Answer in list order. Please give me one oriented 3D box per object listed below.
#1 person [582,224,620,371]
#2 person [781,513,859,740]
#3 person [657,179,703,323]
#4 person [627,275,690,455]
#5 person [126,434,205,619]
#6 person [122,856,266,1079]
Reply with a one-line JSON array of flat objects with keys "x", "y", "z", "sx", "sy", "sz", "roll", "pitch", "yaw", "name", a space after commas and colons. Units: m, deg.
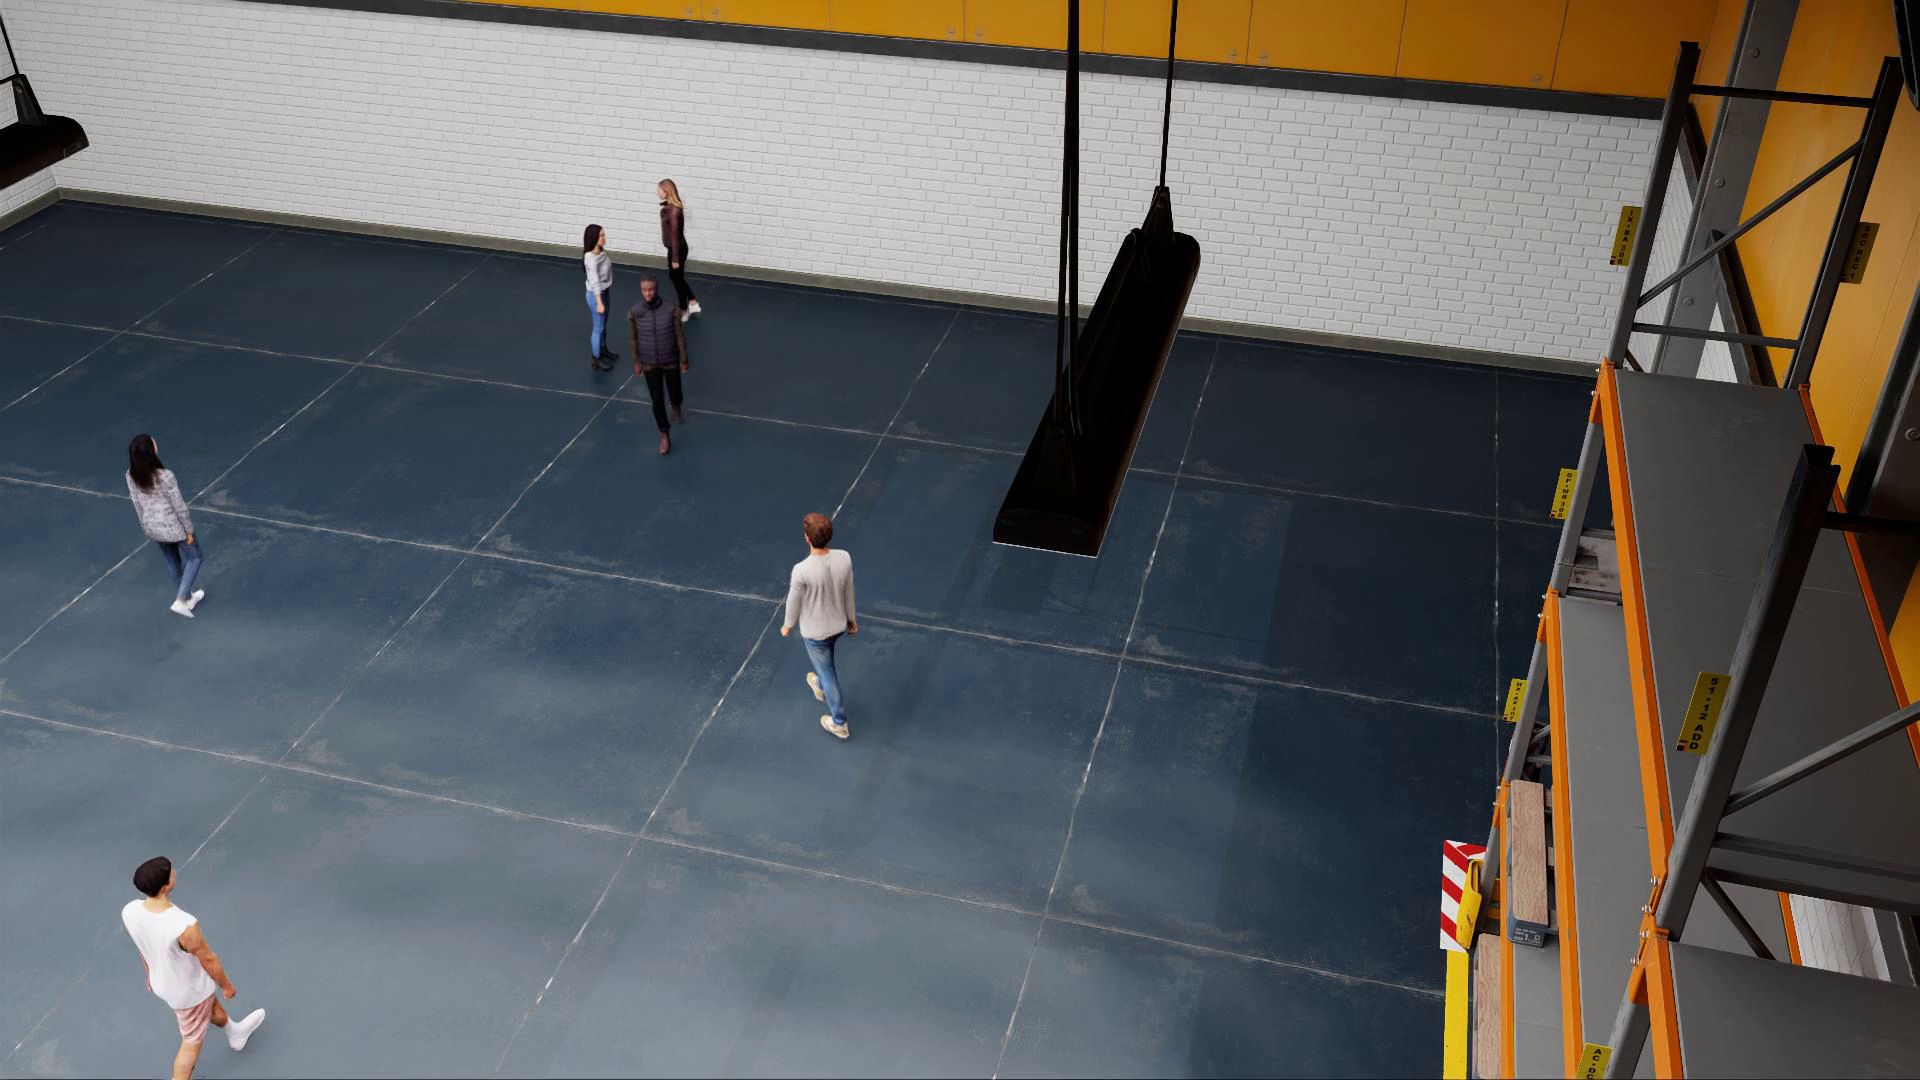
[{"x": -3.854, "y": -2.598, "z": 17.689, "sx": 0.702, "sy": 1.629, "sz": 0.535, "roll": 2, "pitch": 34, "yaw": 3, "name": "person"}, {"x": -0.973, "y": 0.700, "z": 12.511, "sx": 1.063, "sy": 1.870, "sz": 1.077, "roll": -24, "pitch": 40, "yaw": -31, "name": "person"}, {"x": -3.145, "y": -3.218, "z": 18.560, "sx": 0.804, "sy": 1.697, "sz": 0.719, "roll": -6, "pitch": 34, "yaw": -9, "name": "person"}, {"x": -2.912, "y": -1.766, "z": 16.266, "sx": 0.899, "sy": 1.819, "sz": 1.077, "roll": -2, "pitch": 34, "yaw": -3, "name": "person"}, {"x": -6.616, "y": -0.063, "z": 13.794, "sx": 0.700, "sy": 1.719, "sz": 0.880, "roll": 3, "pitch": 34, "yaw": 4, "name": "person"}, {"x": -4.596, "y": 2.636, "z": 9.700, "sx": 0.770, "sy": 1.756, "sz": 1.174, "roll": 12, "pitch": 36, "yaw": 18, "name": "person"}]
